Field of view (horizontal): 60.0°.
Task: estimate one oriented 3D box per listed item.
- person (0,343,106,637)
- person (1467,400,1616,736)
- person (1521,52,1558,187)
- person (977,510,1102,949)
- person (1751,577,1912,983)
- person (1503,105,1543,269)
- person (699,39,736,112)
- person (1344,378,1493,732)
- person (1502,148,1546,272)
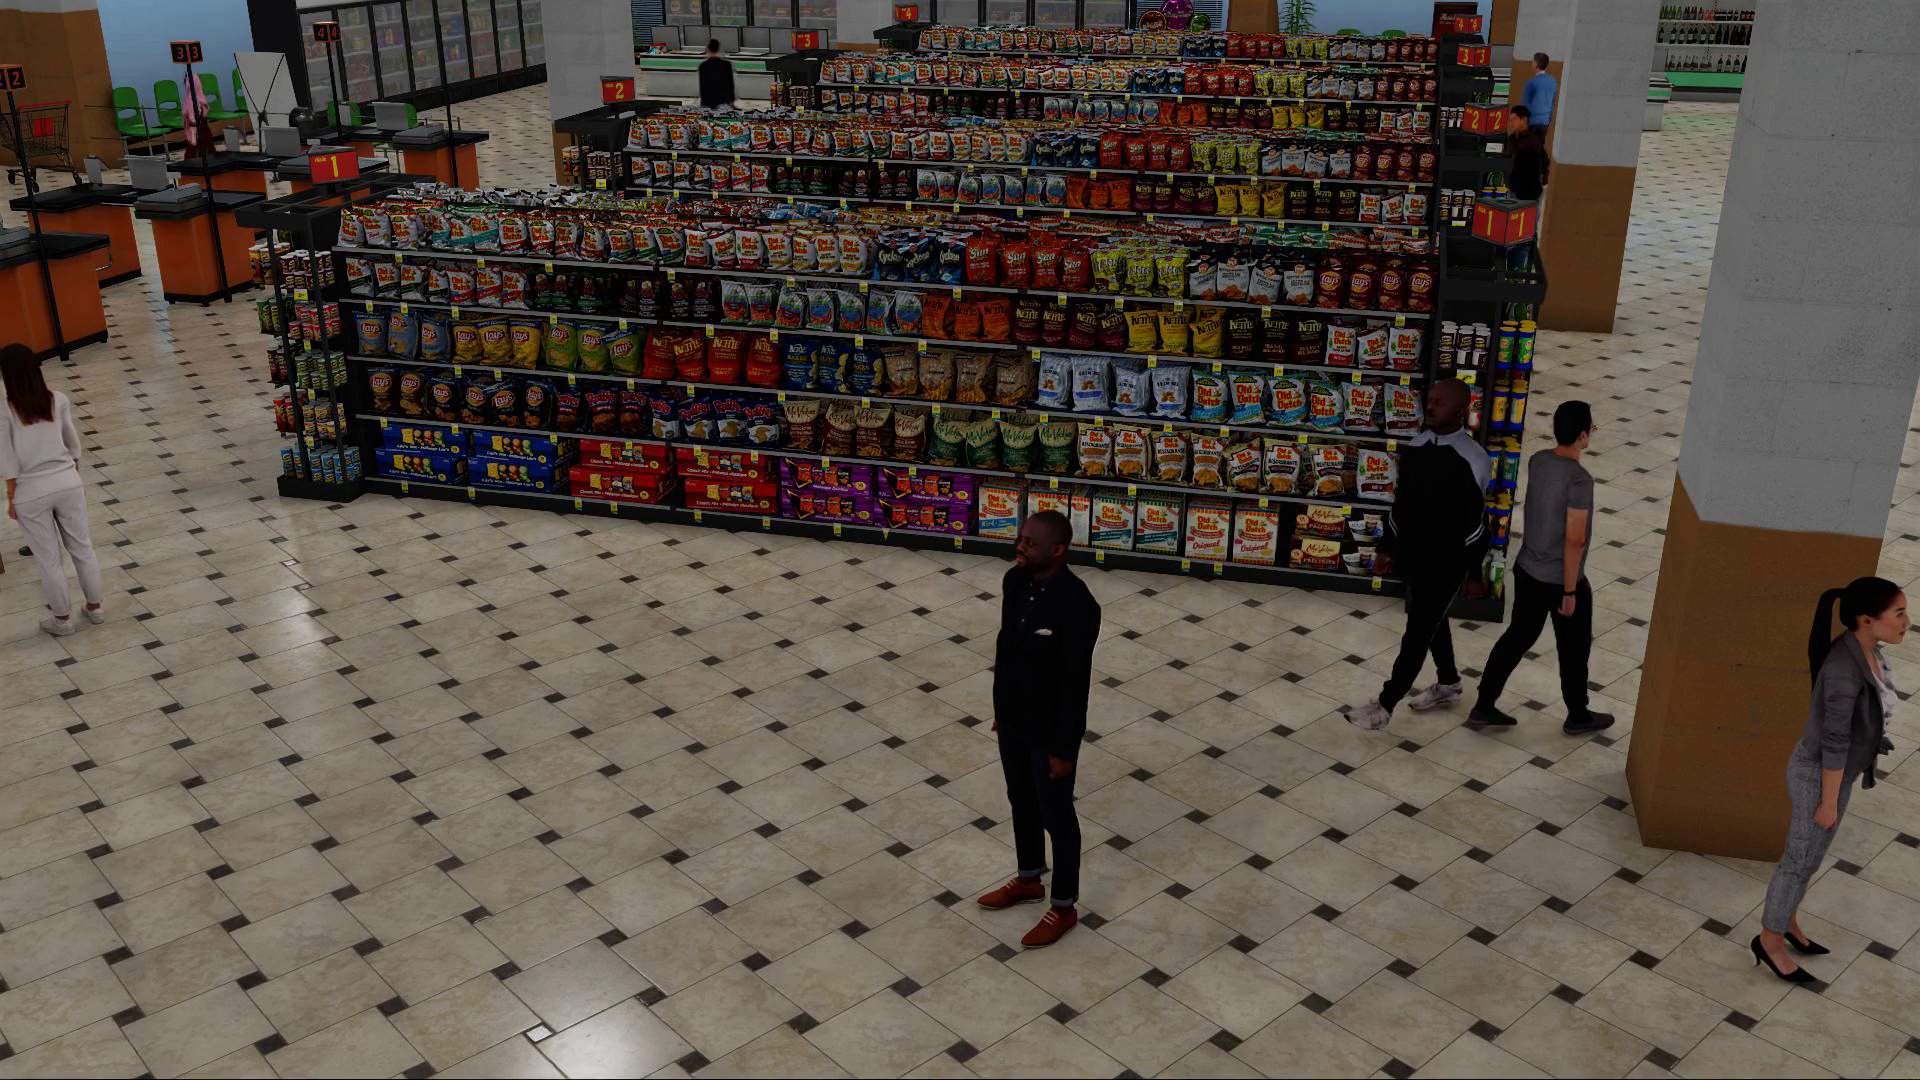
[{"bbox_3d":[-5.113,-0.286,9.315,0.654,1.688,0.666,15,26,33],"label":"person"},{"bbox_3d":[2.817,0.175,8.112,1.103,1.730,0.967,-7,23,-17],"label":"person"},{"bbox_3d":[7.864,-5.672,22.558,0.954,1.808,0.976,-7,23,-16],"label":"person"},{"bbox_3d":[0.328,0.731,6.609,0.844,1.818,0.774,-13,25,-30],"label":"person"},{"bbox_3d":[3.312,0.905,6.369,0.672,1.675,0.676,13,25,30],"label":"person"},{"bbox_3d":[6.081,-3.750,17.890,1.224,1.723,1.126,18,28,38],"label":"person"},{"bbox_3d":[-3.478,-6.256,24.025,1.246,1.798,1.036,-3,22,-7],"label":"person"},{"bbox_3d":[2.443,0.065,8.294,1.209,1.798,1.097,-10,24,-24],"label":"person"},{"bbox_3d":[5.144,-2.704,15.289,0.689,1.721,0.792,-6,23,-15],"label":"person"}]
